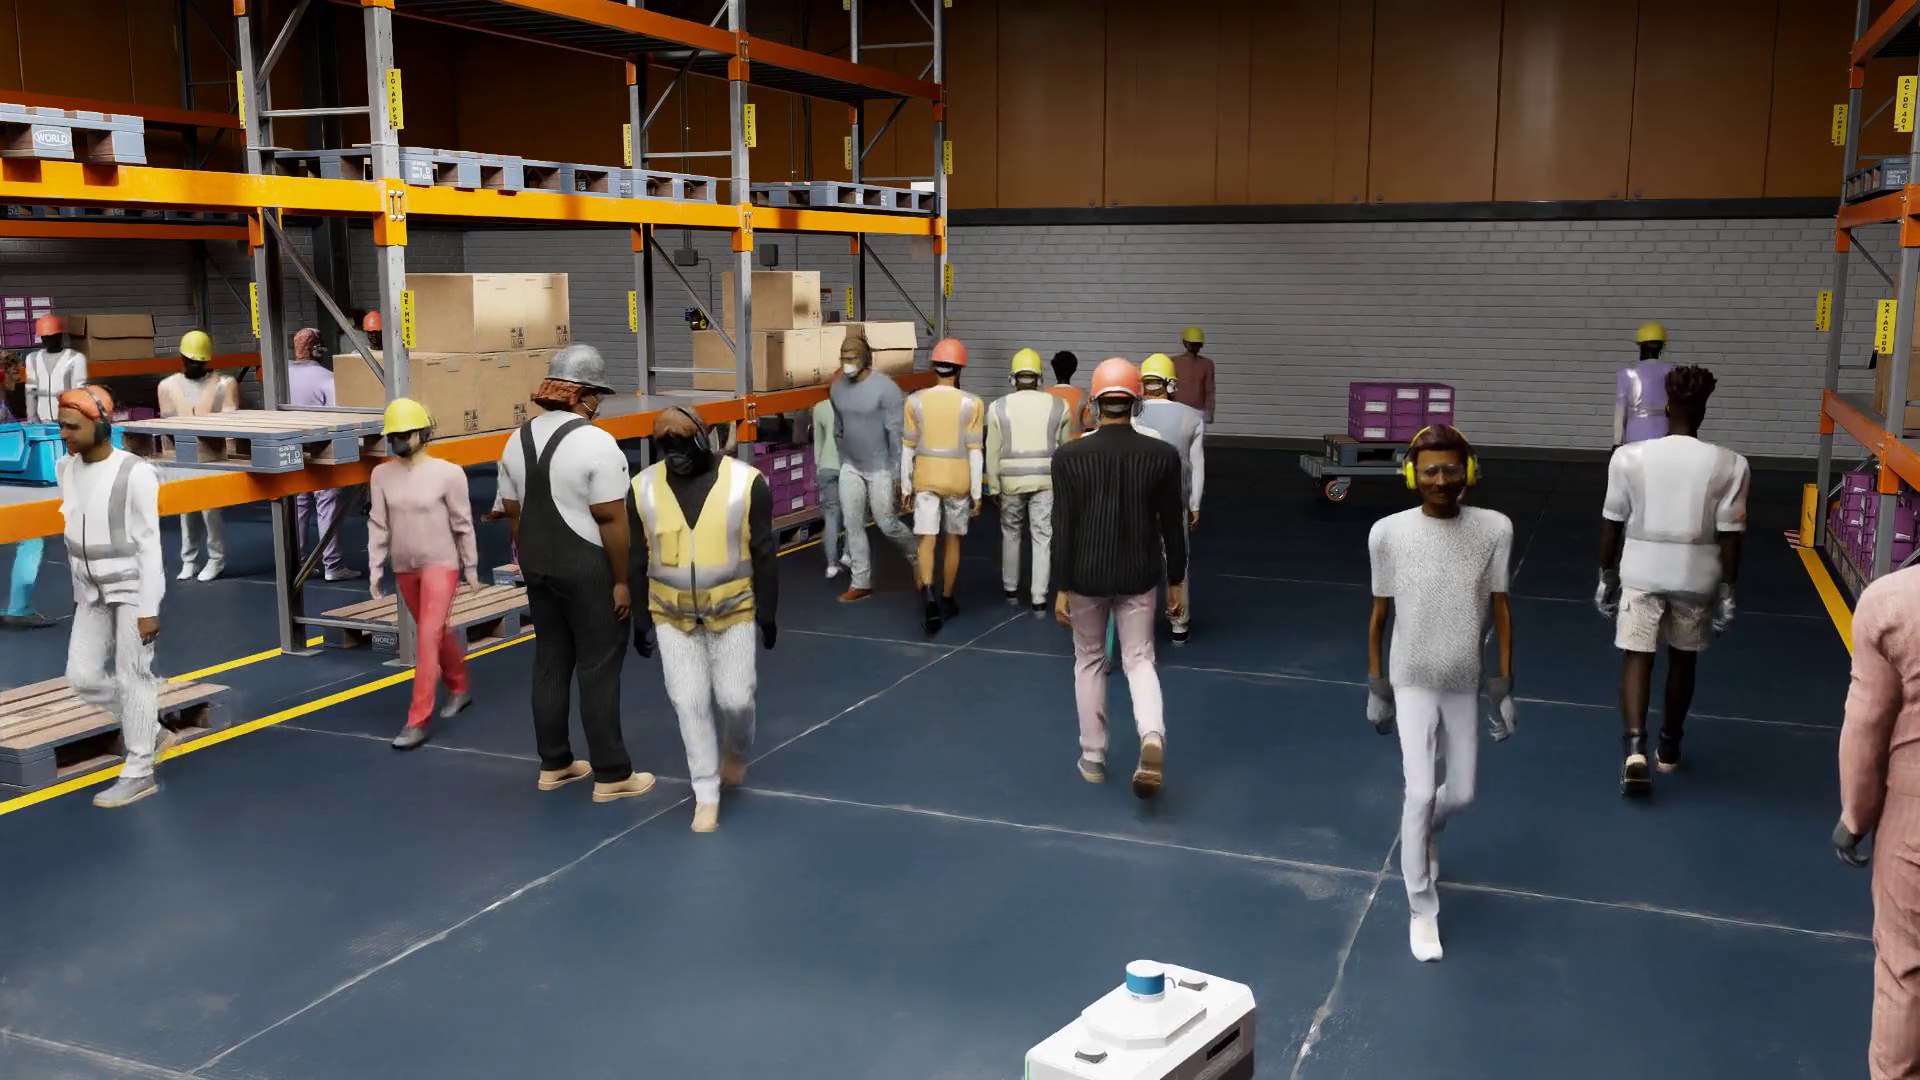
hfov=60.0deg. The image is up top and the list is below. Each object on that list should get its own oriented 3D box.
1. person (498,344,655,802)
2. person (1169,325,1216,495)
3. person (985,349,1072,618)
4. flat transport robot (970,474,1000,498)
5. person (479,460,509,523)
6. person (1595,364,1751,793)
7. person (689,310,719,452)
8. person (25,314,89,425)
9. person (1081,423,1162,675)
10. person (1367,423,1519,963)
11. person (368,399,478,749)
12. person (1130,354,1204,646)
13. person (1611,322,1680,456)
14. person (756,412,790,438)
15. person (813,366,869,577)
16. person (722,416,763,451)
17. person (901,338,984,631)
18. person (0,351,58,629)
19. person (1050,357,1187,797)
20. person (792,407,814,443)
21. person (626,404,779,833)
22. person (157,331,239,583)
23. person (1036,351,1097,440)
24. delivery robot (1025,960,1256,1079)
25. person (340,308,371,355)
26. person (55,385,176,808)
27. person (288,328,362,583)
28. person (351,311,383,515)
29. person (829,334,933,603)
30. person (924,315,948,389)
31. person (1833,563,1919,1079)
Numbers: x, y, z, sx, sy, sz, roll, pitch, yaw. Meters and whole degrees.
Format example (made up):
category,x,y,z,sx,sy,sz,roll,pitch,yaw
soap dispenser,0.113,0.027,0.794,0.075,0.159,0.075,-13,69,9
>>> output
category,x,y,z,sx,sy,sz,roll,pitch,yaw
person,-1.676,0.132,7.442,0.673,2.000,0.536,6,11,34
person,2.383,-1.348,17.275,0.562,1.755,0.442,-2,10,-11
person,0.474,-0.406,11.447,0.609,1.797,0.863,0,9,0
flat transport robot,0.616,-0.525,16.770,0.652,0.197,1.431,-6,11,-31
person,-3.993,-1.120,15.483,0.639,1.904,0.978,9,13,44
person,3.207,0.172,7.534,0.618,1.935,0.900,4,10,24
person,-2.991,-1.750,19.402,0.317,1.860,0.509,-4,10,-22
person,-8.510,-1.168,15.706,0.547,1.921,0.418,0,9,1
person,0.918,-0.094,9.646,0.522,1.769,0.310,-3,10,-17
person,1.689,0.488,5.892,0.523,1.843,0.731,1,9,3
person,-2.716,0.137,8.414,0.523,1.712,0.931,2,10,14
person,1.217,-0.239,10.347,0.591,1.824,0.404,0,9,1
person,5.743,-0.854,13.829,0.607,1.904,0.607,-1,9,-4
person,-2.649,-2.368,23.045,0.550,1.900,0.860,2,10,13
person,-0.883,-0.511,12.658,0.532,1.600,0.338,3,10,18
person,-2.338,-1.292,17.528,0.801,1.616,0.507,-3,10,-16
person,-0.129,-0.359,10.837,0.557,1.907,0.843,1,9,8
person,-6.177,-0.307,10.775,0.616,1.821,0.598,-8,13,-42
person,0.717,0.180,7.412,0.630,1.969,0.781,0,9,-3
person,-1.742,-1.595,18.421,0.846,1.878,0.648,-1,9,-5
person,-1.088,0.310,7.119,0.646,1.808,0.584,0,9,0
person,-5.691,-0.619,12.457,0.610,1.886,0.503,-1,9,-4
person,0.833,-0.704,13.591,0.557,1.670,0.712,0,9,0
delivery robot,0.481,1.340,4.333,0.477,0.478,0.707,7,12,36
person,-7.354,-1.942,20.628,0.551,1.834,0.859,1,9,5
person,-3.692,0.245,7.281,0.597,1.862,0.435,4,10,21
person,-4.834,-0.632,12.484,0.652,1.904,0.403,3,10,17
person,-5.517,-1.203,15.841,0.543,1.939,0.360,-2,10,-14
person,-0.564,-0.510,11.783,0.661,1.904,0.747,7,12,38
person,-0.272,-2.068,21.687,0.432,1.729,0.505,7,12,35
person,2.615,0.716,4.307,0.636,1.911,0.404,4,10,22
